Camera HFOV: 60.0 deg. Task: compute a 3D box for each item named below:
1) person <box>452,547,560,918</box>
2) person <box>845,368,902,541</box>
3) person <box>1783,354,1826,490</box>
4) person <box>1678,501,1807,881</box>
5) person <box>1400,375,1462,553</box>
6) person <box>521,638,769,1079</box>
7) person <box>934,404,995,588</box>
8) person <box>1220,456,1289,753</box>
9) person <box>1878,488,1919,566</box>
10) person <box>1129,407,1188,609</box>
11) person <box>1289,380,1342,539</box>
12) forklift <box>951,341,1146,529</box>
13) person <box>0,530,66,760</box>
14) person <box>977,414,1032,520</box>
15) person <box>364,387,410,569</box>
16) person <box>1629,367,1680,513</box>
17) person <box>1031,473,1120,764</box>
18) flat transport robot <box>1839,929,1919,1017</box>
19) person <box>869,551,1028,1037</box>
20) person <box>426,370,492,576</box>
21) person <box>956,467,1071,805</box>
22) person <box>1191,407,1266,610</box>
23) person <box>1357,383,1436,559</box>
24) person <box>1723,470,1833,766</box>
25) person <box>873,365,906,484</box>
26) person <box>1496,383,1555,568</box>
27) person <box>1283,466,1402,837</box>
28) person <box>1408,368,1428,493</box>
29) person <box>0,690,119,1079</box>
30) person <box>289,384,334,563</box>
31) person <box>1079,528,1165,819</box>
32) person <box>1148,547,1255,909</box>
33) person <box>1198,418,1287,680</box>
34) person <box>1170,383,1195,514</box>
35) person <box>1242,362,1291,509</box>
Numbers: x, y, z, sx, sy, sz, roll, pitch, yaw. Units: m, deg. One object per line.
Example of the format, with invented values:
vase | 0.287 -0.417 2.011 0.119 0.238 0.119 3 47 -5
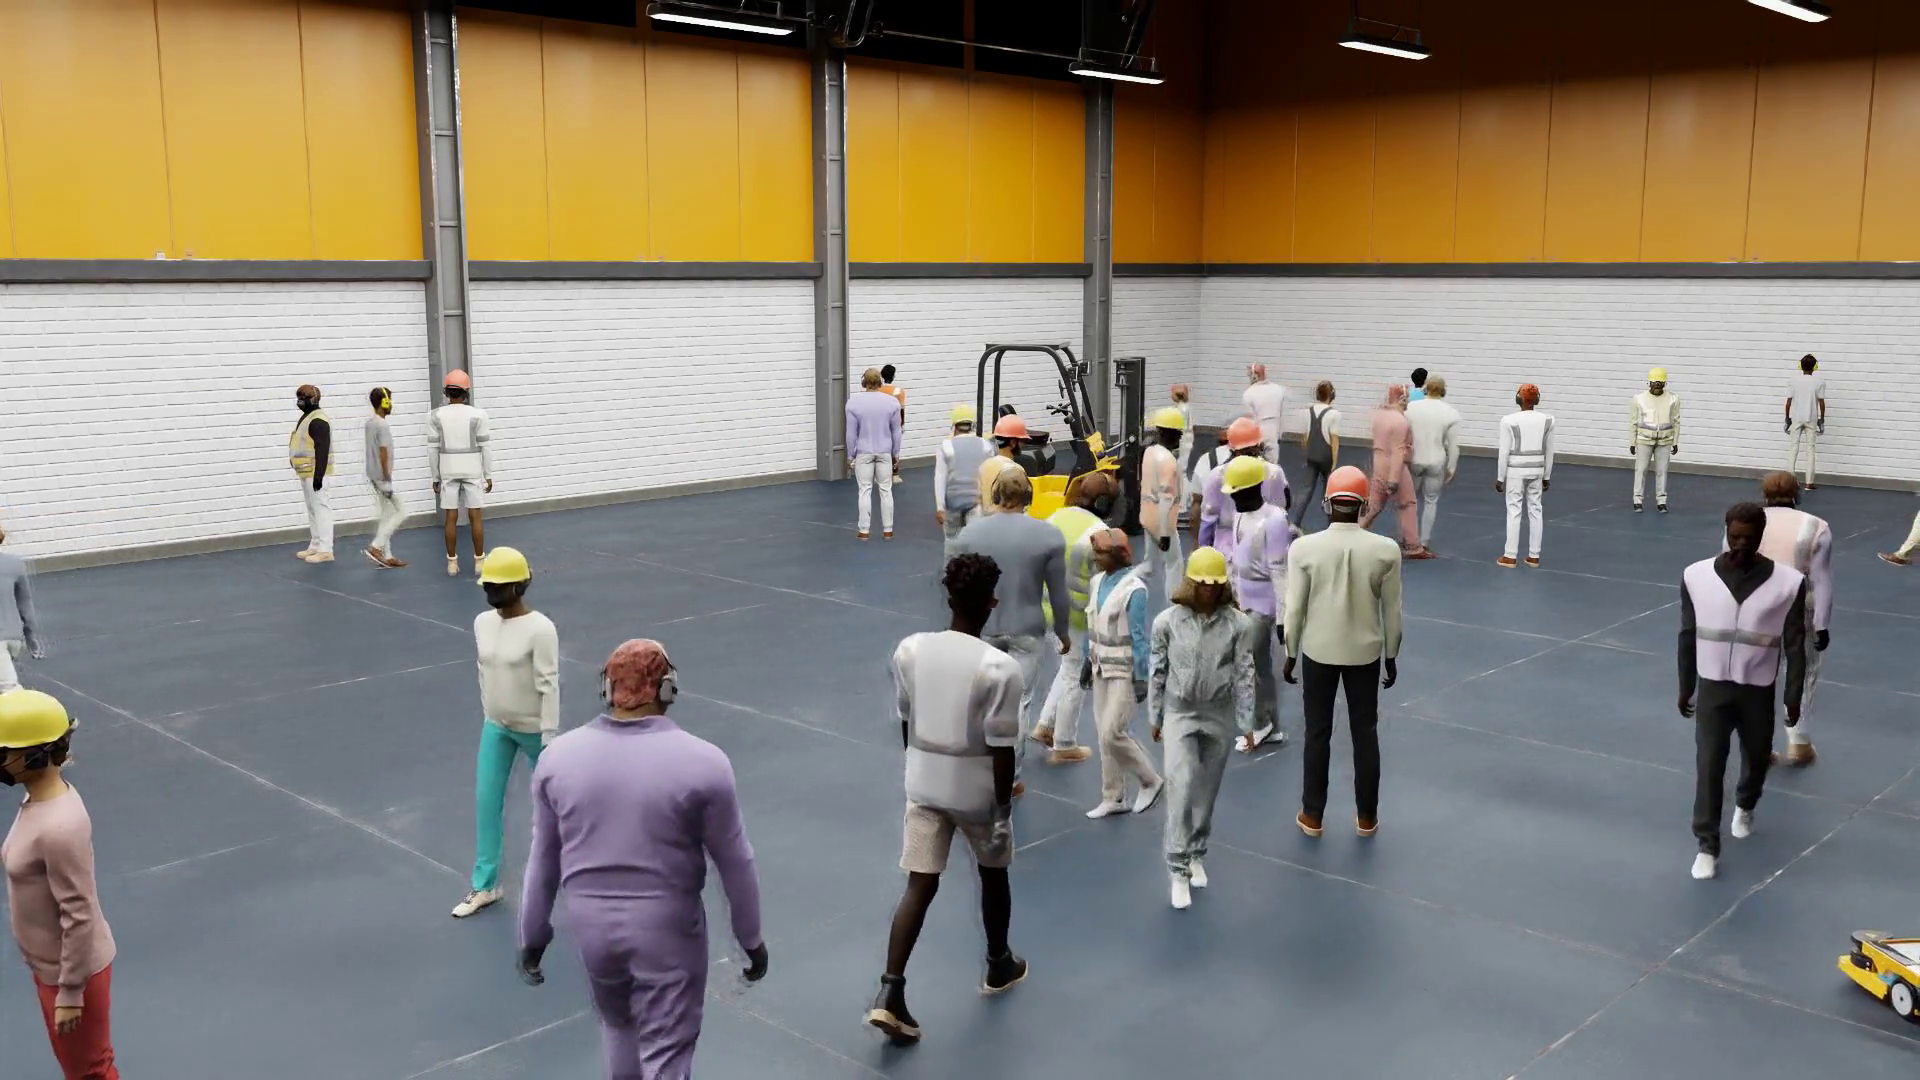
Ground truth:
person | -2.105 0.868 8.054 0.527 1.726 0.906 5 10 26
person | -0.967 -0.951 18.570 0.631 1.940 0.372 -2 9 -12
person | 11.621 -1.622 22.881 0.513 1.876 0.328 6 11 33
person | 3.989 0.720 8.525 0.602 1.885 0.957 5 10 26
person | 4.944 -0.779 17.600 0.661 1.909 0.496 4 10 23
person | -1.002 1.244 5.332 0.778 1.860 0.752 2 9 10
person | 0.055 -0.371 15.488 0.619 1.793 0.916 -3 10 -18
person | 1.863 0.409 10.392 0.549 1.881 0.727 -2 10 -14
person | 9.870 -0.485 16.795 0.879 1.586 0.513 7 12 36
person | 1.594 -0.159 13.830 0.812 1.904 0.590 -2 9 -12
person | 4.037 -0.895 18.680 0.976 1.806 0.508 -9 13 -43
forklift | 0.977 -1.223 19.452 2.313 2.155 1.214 2 9 11
person | -5.792 0.619 10.024 0.881 1.585 0.511 3 10 15
person | 0.368 0.007 12.709 0.377 1.932 0.552 -6 11 -32
person | -5.790 -0.619 16.816 0.387 1.844 0.541 -6 11 -32
person | 8.640 -1.241 20.707 0.592 1.824 0.403 2 9 12
person | 0.725 0.486 10.158 0.445 1.812 0.661 -5 11 -30
flat transport robot | 4.164 1.857 6.450 0.652 0.197 1.431 -1 9 -6
person | -0.041 1.003 6.656 0.597 1.926 0.989 5 10 27
person | -4.940 -0.662 16.475 0.607 2.044 0.376 -1 9 -8
person | 0.331 0.524 9.630 0.639 1.908 0.836 3 10 17
person | 2.062 -0.061 12.801 0.975 2.000 0.706 -7 11 -35
person | 4.470 -0.709 17.366 0.946 1.870 0.637 -2 10 -14
person | 5.025 0.477 10.196 0.641 1.811 0.693 8 12 41
person | -1.024 -1.627 23.512 0.535 1.680 0.318 2 10 14
person | 5.737 -0.653 16.913 0.574 1.883 0.356 -1 9 -6
person | 2.041 0.596 8.909 0.623 1.992 0.397 1 9 5
person | 6.223 -1.490 22.607 0.524 1.698 0.317 5 11 30
person | -2.799 1.324 5.148 0.331 1.768 0.527 -6 11 -35
person | -6.731 -0.693 17.283 0.429 1.844 0.625 -6 11 -34
person | 0.846 0.739 9.151 0.373 1.622 0.530 -5 10 -26
person | 1.171 0.885 7.965 0.493 1.714 0.691 -1 9 -5
person | 2.005 0.126 11.836 0.690 1.997 0.761 -4 10 -21
person | 2.733 -1.124 20.576 0.384 1.629 0.516 1 9 5
person | 3.808 -1.278 20.767 0.666 1.876 0.732 -4 10 -22
